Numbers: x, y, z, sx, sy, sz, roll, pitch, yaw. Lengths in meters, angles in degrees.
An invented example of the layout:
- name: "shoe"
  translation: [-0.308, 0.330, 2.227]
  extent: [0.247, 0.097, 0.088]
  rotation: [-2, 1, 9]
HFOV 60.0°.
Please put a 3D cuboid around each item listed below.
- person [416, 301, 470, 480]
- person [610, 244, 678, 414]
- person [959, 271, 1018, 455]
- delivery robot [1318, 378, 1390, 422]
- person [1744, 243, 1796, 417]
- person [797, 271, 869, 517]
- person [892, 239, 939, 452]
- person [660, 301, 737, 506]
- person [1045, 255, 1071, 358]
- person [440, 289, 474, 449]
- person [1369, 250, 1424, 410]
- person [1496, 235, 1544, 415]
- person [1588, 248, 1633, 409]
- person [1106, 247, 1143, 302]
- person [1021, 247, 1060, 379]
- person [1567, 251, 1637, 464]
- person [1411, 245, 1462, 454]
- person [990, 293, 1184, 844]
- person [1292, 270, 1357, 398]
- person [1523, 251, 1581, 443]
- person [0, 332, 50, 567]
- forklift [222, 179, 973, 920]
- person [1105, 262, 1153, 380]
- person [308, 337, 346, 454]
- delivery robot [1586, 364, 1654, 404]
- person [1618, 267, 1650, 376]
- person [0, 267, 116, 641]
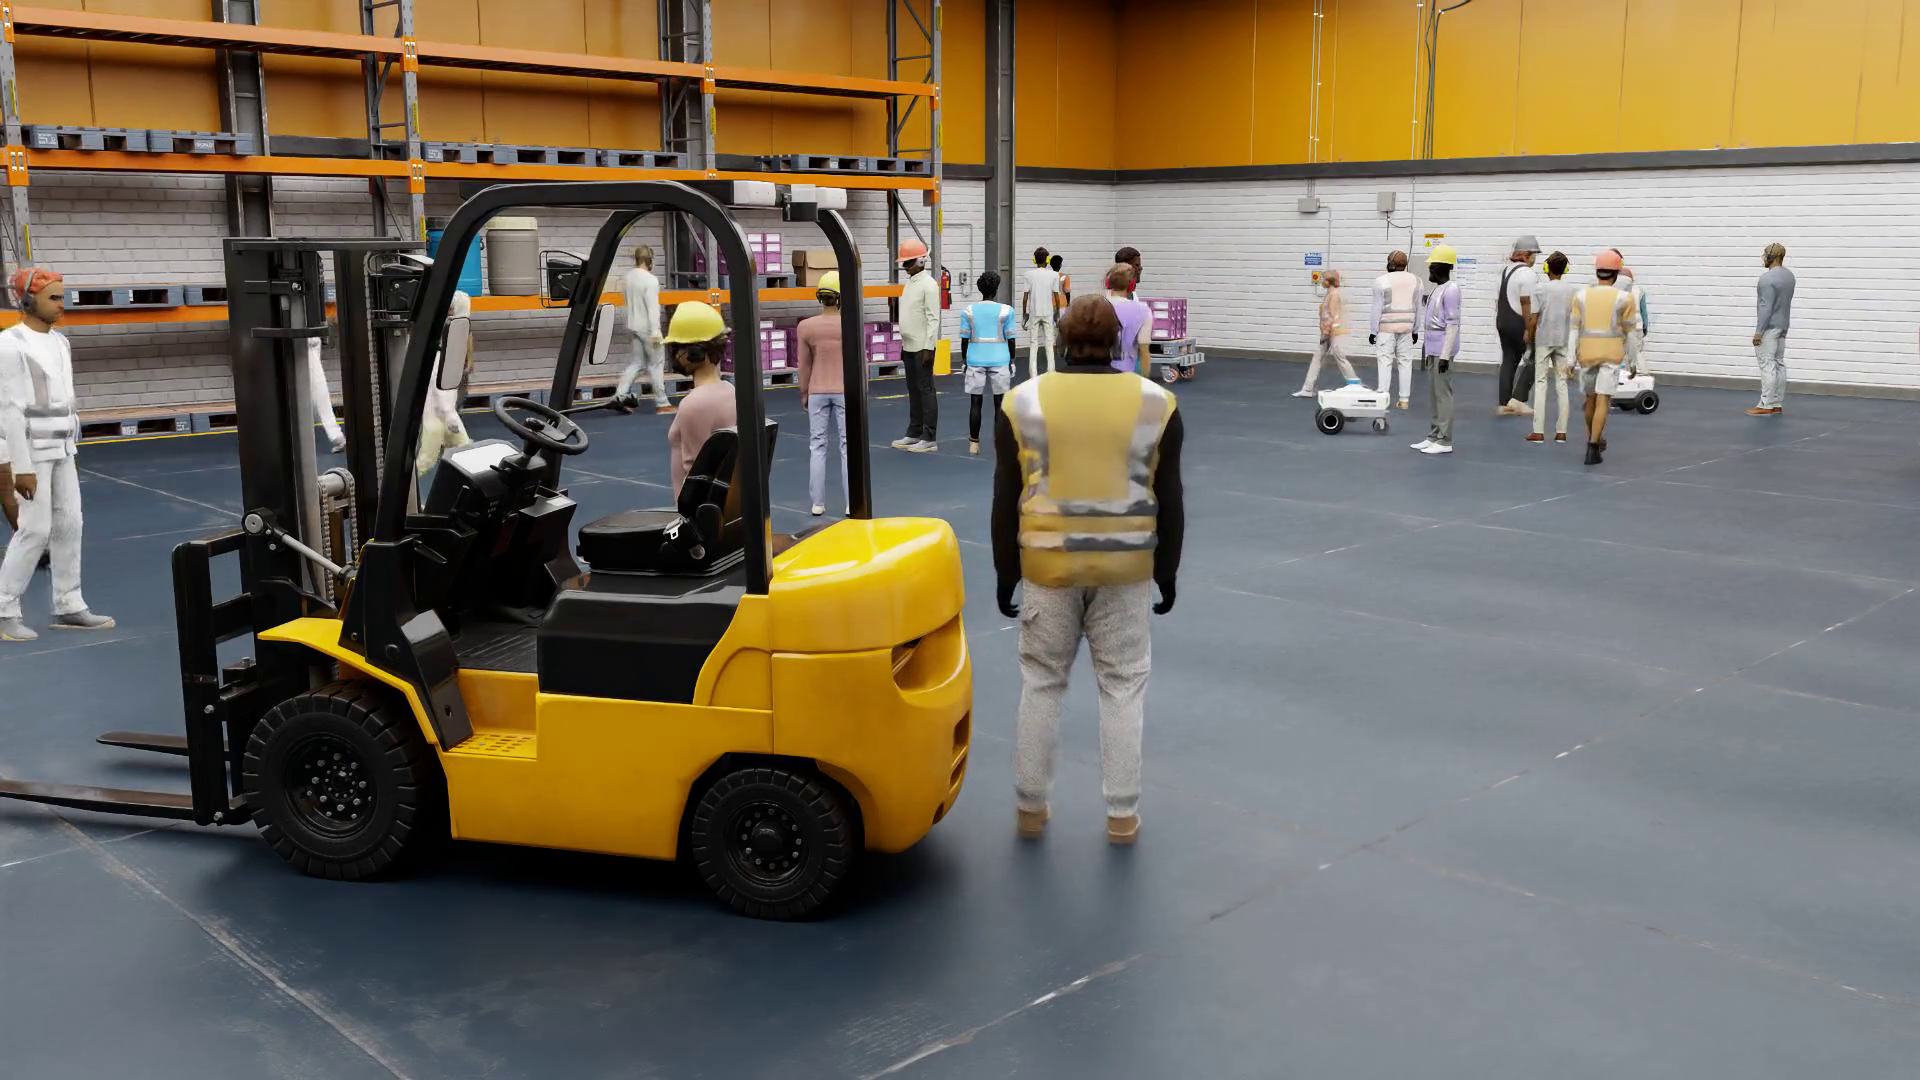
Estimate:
- name: "person"
  translation: [-3.646, -0.869, 11.487]
  extent: [0.810, 1.600, 0.504]
  rotation: [-1, 10, -7]
- name: "person"
  translation: [-3.571, -2.354, 18.719]
  extent: [0.766, 1.922, 0.638]
  rotation: [-9, 14, -40]
- name: "person"
  translation: [0.262, -1.616, 15.293]
  extent: [0.541, 1.696, 0.315]
  rotation: [2, 11, 8]
- name: "delivery robot"
  translation: [4.037, -1.412, 17.042]
  extent: [0.707, 0.478, 0.477]
  rotation: [2, 11, 10]
- name: "person"
  translation: [9.083, -2.347, 18.621]
  extent: [0.633, 1.938, 0.356]
  rotation: [-8, 13, -39]
- name: "person"
  translation: [-0.908, -1.042, 11.977]
  extent: [0.525, 1.769, 0.308]
  rotation: [2, 11, 10]
- name: "person"
  translation: [-0.409, -1.821, 15.622]
  extent: [0.392, 1.987, 0.611]
  rotation: [-5, 12, -26]
- name: "person"
  translation: [-1.013, -0.057, 6.604]
  extent: [0.309, 1.769, 0.524]
  rotation: [1, 10, 7]
- name: "person"
  translation: [1.589, -3.842, 27.426]
  extent: [0.533, 1.699, 0.318]
  rotation: [5, 12, 25]
- name: "person"
  translation: [-4.832, -1.735, 15.618]
  extent: [0.513, 1.822, 0.745]
  rotation: [3, 11, 16]
- name: "person"
  translation: [5.052, -2.436, 19.359]
  extent: [0.633, 1.846, 0.429]
  rotation: [-2, 11, -11]
- name: "person"
  translation: [6.316, -2.410, 18.685]
  extent: [0.535, 2.000, 0.699]
  rotation: [-2, 11, -9]
- name: "person"
  translation: [7.589, -2.467, 19.494]
  extent: [0.535, 1.859, 0.309]
  rotation: [4, 11, 20]
- name: "person"
  translation: [1.426, -1.603, 14.617]
  extent: [0.392, 1.920, 0.587]
  rotation: [-1, 10, -6]
- name: "person"
  translation: [1.085, -2.977, 22.257]
  extent: [0.530, 1.864, 0.313]
  rotation: [1, 10, 4]
- name: "person"
  translation: [5.796, -1.649, 14.975]
  extent: [0.560, 1.882, 0.969]
  rotation: [8, 13, 38]
- name: "person"
  translation: [4.461, -1.769, 15.492]
  extent: [0.356, 1.930, 0.592]
  rotation: [0, 10, 1]
- name: "person"
  translation: [0.418, 0.107, 5.534]
  extent: [0.637, 1.832, 0.430]
  rotation: [1, 10, 4]
- name: "person"
  translation: [4.613, -2.543, 20.620]
  extent: [0.848, 1.599, 0.522]
  rotation: [0, 10, -1]
- name: "person"
  translation: [5.787, -1.882, 16.278]
  extent: [0.532, 1.868, 0.310]
  rotation: [0, 10, 0]
- name: "person"
  translation: [-6.018, -0.750, 10.095]
  extent: [1.036, 1.877, 0.551]
  rotation: [5, 11, 24]
- name: "forklift"
  translation: [-1.114, -0.058, 5.440]
  extent: [2.313, 2.155, 1.214]
  rotation: [2, 11, 13]
- name: "person"
  translation: [1.159, -1.181, 12.564]
  extent: [0.584, 1.828, 0.711]
  rotation: [4, 11, 21]
- name: "person"
  translation: [-6.030, -1.692, 15.317]
  extent: [0.965, 1.835, 0.585]
  rotation: [7, 13, 35]
- name: "delivery robot"
  translation: [7.517, -1.765, 18.966]
  extent: [0.707, 0.478, 0.477]
  rotation: [-1, 10, -6]
- name: "person"
  translation: [8.681, -2.716, 21.513]
  extent: [0.581, 1.607, 0.635]
  rotation: [-1, 10, -7]
- name: "person"
  translation: [-4.693, -0.424, 8.390]
  extent: [0.597, 1.865, 0.585]
  rotation: [0, 10, -1]
